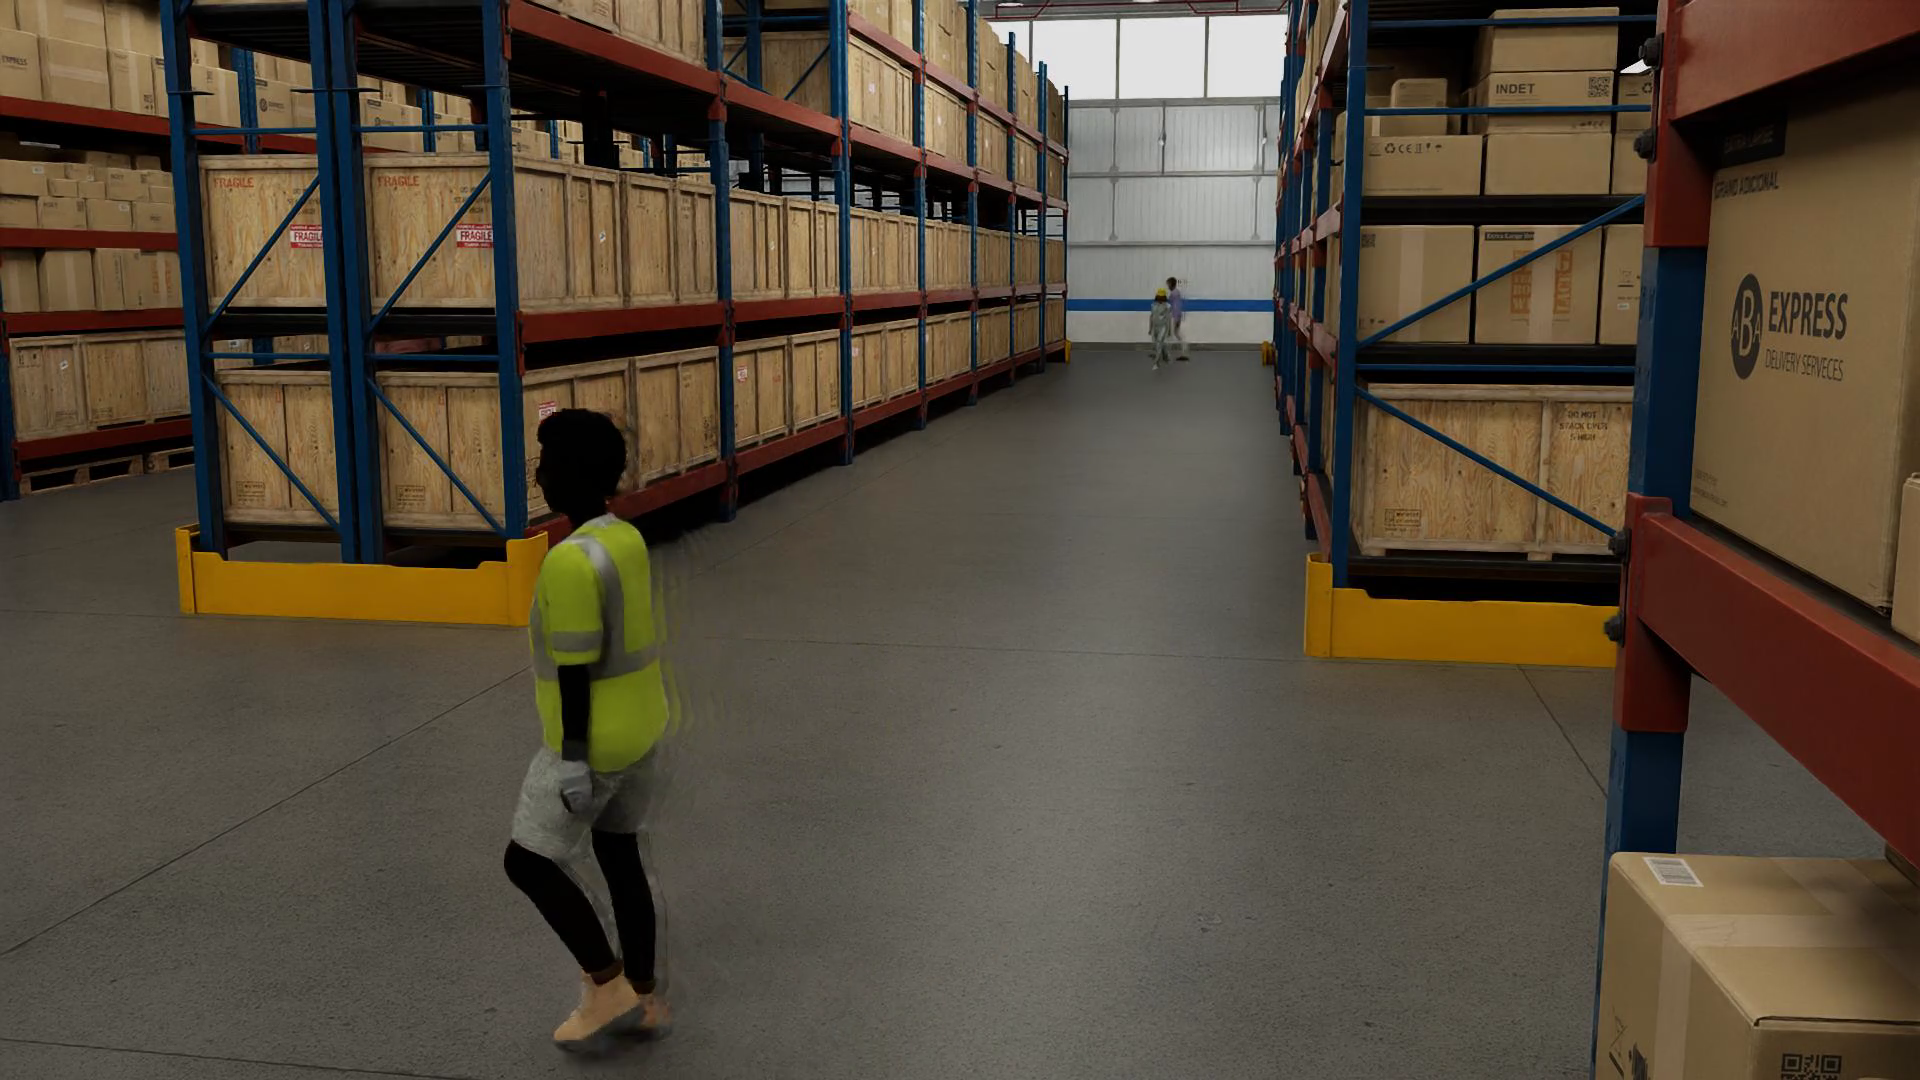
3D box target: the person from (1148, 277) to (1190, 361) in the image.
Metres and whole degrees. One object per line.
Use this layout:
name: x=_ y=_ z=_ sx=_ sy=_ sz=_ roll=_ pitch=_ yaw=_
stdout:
person: x=4.764 y=-4.994 z=37.700 sx=0.999 sy=1.889 sz=0.632 roll=1 pitch=9 yaw=7

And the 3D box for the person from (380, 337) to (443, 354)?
person: x=-6.003 y=-1.862 z=18.376 sx=0.665 sy=1.856 sz=0.970 roll=0 pitch=9 yaw=0

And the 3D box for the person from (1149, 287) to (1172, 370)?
person: x=4.203 y=-4.406 z=34.649 sx=0.491 sy=1.705 sz=0.626 roll=8 pitch=12 yaw=39

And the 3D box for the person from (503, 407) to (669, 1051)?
person: x=-0.951 y=0.502 z=4.275 sx=0.383 sy=1.679 sz=0.548 roll=1 pitch=9 yaw=8
